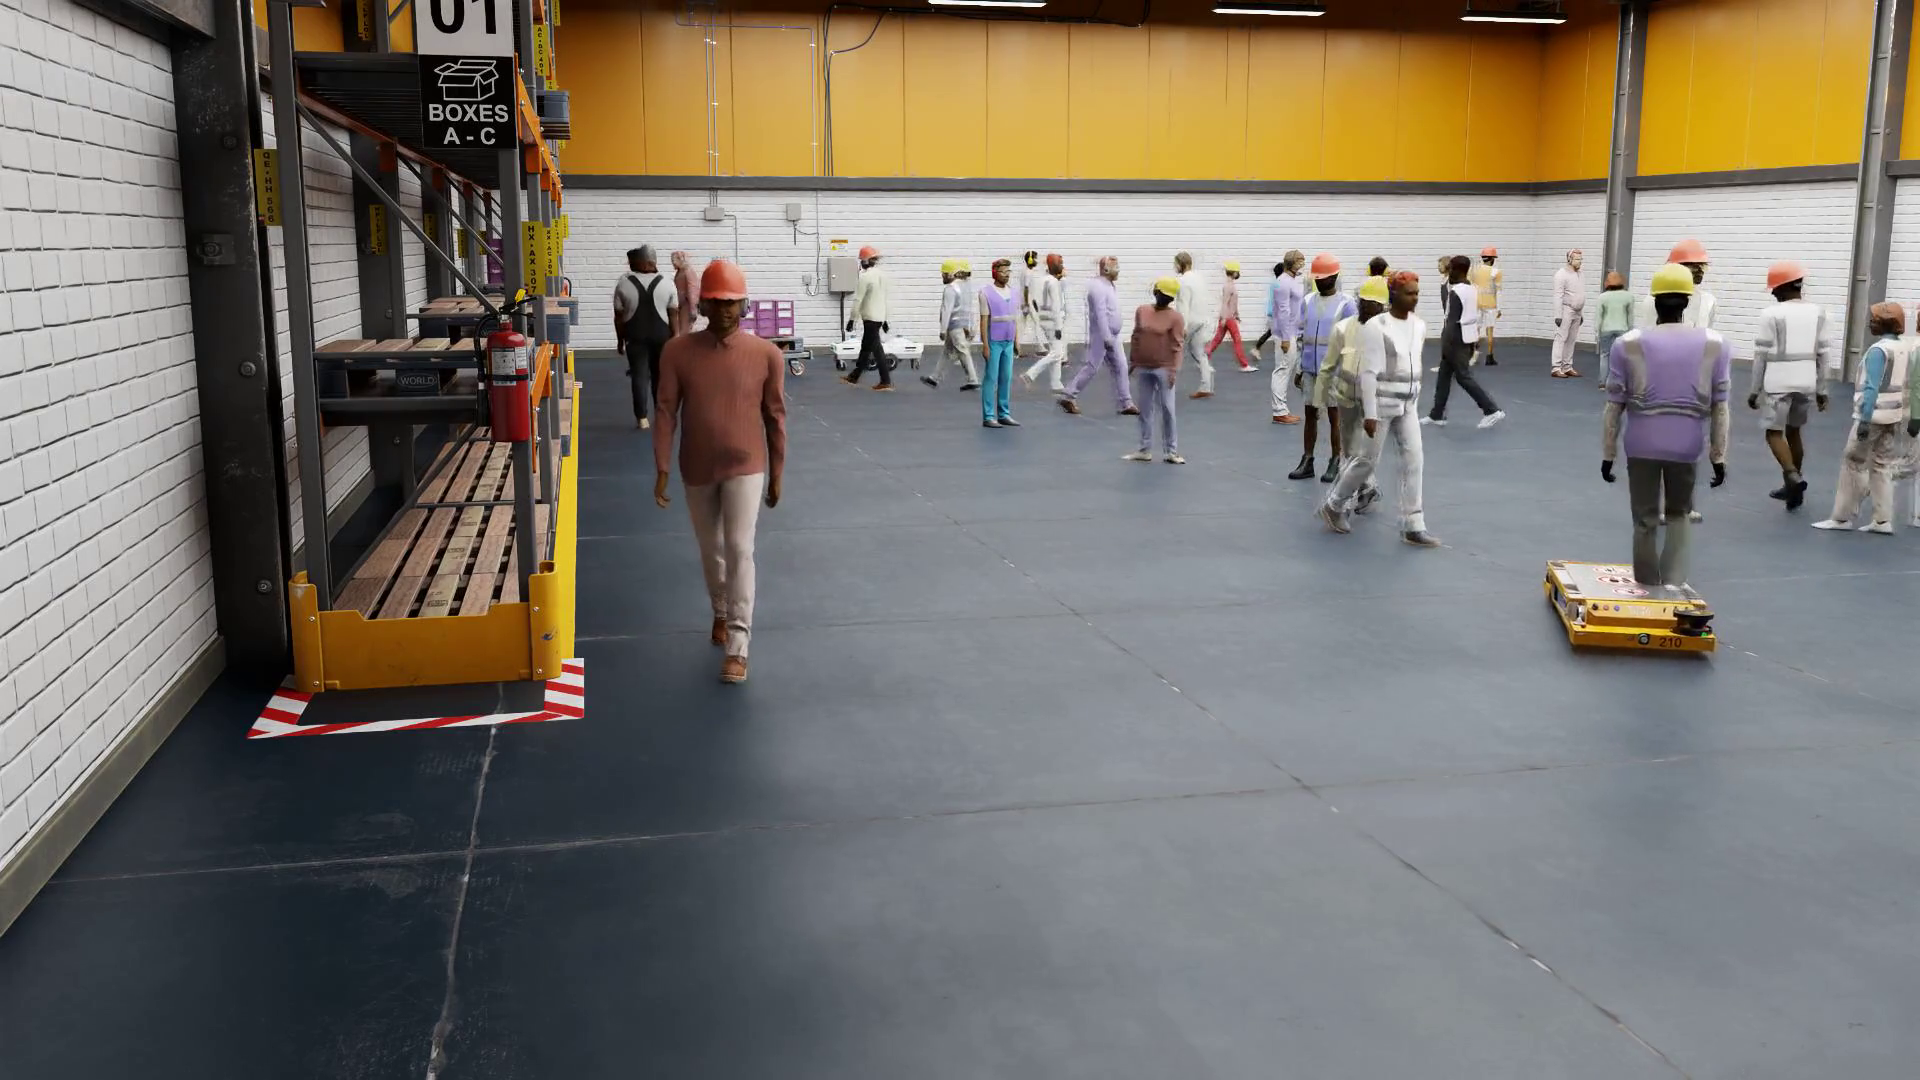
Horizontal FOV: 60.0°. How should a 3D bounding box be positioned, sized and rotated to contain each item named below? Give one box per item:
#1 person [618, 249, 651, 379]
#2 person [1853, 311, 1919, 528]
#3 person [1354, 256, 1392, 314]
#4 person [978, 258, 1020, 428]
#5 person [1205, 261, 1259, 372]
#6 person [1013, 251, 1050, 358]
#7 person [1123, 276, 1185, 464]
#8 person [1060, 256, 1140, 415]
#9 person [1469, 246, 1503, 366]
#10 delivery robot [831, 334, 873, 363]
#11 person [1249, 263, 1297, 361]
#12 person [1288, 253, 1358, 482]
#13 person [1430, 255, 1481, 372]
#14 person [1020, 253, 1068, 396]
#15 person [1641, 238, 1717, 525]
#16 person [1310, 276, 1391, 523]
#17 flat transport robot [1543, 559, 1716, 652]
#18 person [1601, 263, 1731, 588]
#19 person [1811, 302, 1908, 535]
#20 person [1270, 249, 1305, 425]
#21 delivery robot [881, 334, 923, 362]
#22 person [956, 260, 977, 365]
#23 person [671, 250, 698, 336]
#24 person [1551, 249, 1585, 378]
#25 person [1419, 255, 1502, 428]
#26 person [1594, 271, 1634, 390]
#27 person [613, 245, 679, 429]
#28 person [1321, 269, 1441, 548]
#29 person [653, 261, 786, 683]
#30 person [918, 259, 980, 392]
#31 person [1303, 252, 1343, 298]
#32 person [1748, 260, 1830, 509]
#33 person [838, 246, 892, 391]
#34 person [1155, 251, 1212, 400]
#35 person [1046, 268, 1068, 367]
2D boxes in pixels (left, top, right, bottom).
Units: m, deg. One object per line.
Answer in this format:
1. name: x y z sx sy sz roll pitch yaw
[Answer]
1. person: -4.765 -3.345 24.604 0.611 1.921 1.023 -9 14 -41
2. person: 6.709 -0.878 11.765 0.633 1.620 0.512 8 13 39
3. person: 4.682 -2.273 18.808 0.505 1.860 0.461 4 11 19
4. person: 0.411 -2.140 18.139 0.382 1.839 0.567 9 14 42
5. person: 4.145 -3.455 25.755 0.920 1.716 0.519 2 10 9
6. person: 1.293 -4.081 28.882 0.854 1.835 0.542 -1 10 -8
7. person: 1.750 -1.551 15.207 0.645 1.720 0.325 8 13 39
8. person: 1.647 -2.381 19.403 0.975 1.864 0.640 5 11 25
9. person: 8.564 -3.810 27.109 0.549 1.933 0.373 8 13 37
10. delivery robot: -1.665 -2.986 26.108 0.707 0.478 0.477 -3 11 -15
11. person: 5.296 -3.830 27.976 0.803 1.664 0.533 -2 10 -8
12. person: 3.065 -1.449 14.047 0.543 1.928 0.373 9 13 40
13. person: 7.680 -3.482 25.648 0.723 1.812 0.541 0 10 0
14. person: 1.152 -2.779 21.567 0.649 1.871 0.596 -1 10 -5
15. person: 5.172 -1.133 11.966 0.607 2.048 0.370 -4 11 -20
16. person: 2.951 -1.030 12.140 0.695 1.785 0.747 6 12 30
17. flat transport robot: 3.515 0.322 8.822 0.652 0.197 1.431 2 11 13
18. person: 3.701 -0.492 8.774 0.610 1.911 0.416 2 10 13
19. person: 6.309 -0.840 11.558 0.579 1.625 0.455 -8 13 -37
20. person: 3.642 -2.250 18.473 0.373 1.935 0.627 3 11 17
21. delivery robot: -0.943 -3.006 26.217 0.707 0.478 0.477 -3 11 -18
22. person: 0.061 -3.693 27.089 0.424 1.703 0.527 9 14 42
23. person: -4.222 -3.543 25.781 0.486 1.889 0.691 -5 11 -25
24. person: 9.076 -3.363 24.739 0.644 1.900 0.403 -8 13 -39
25. person: 5.488 -2.161 18.135 0.931 1.883 0.603 6 12 31
26. person: 8.844 -2.821 22.492 0.534 1.616 0.630 3 11 16
27. person: -3.429 -2.260 18.226 0.692 2.000 1.007 -1 10 -8
28. person: 2.864 -0.903 11.276 0.590 1.854 0.924 -7 12 -32
29. person: -1.141 -0.361 8.023 0.608 1.954 1.037 0 10 3
30. person: -0.140 -2.893 22.462 0.956 1.772 0.598 4 11 19
31. person: 5.759 -3.634 26.402 0.632 1.840 0.429 5 11 25
32. person: 6.370 -1.181 12.689 0.563 1.896 0.756 -1 10 -6
33. person: -1.316 -3.000 22.582 0.981 1.950 0.616 4 11 23
34. person: 2.836 -2.741 21.344 0.992 1.883 0.666 6 12 31
35. person: 1.573 -3.596 26.816 0.391 1.607 0.535 3 11 18
